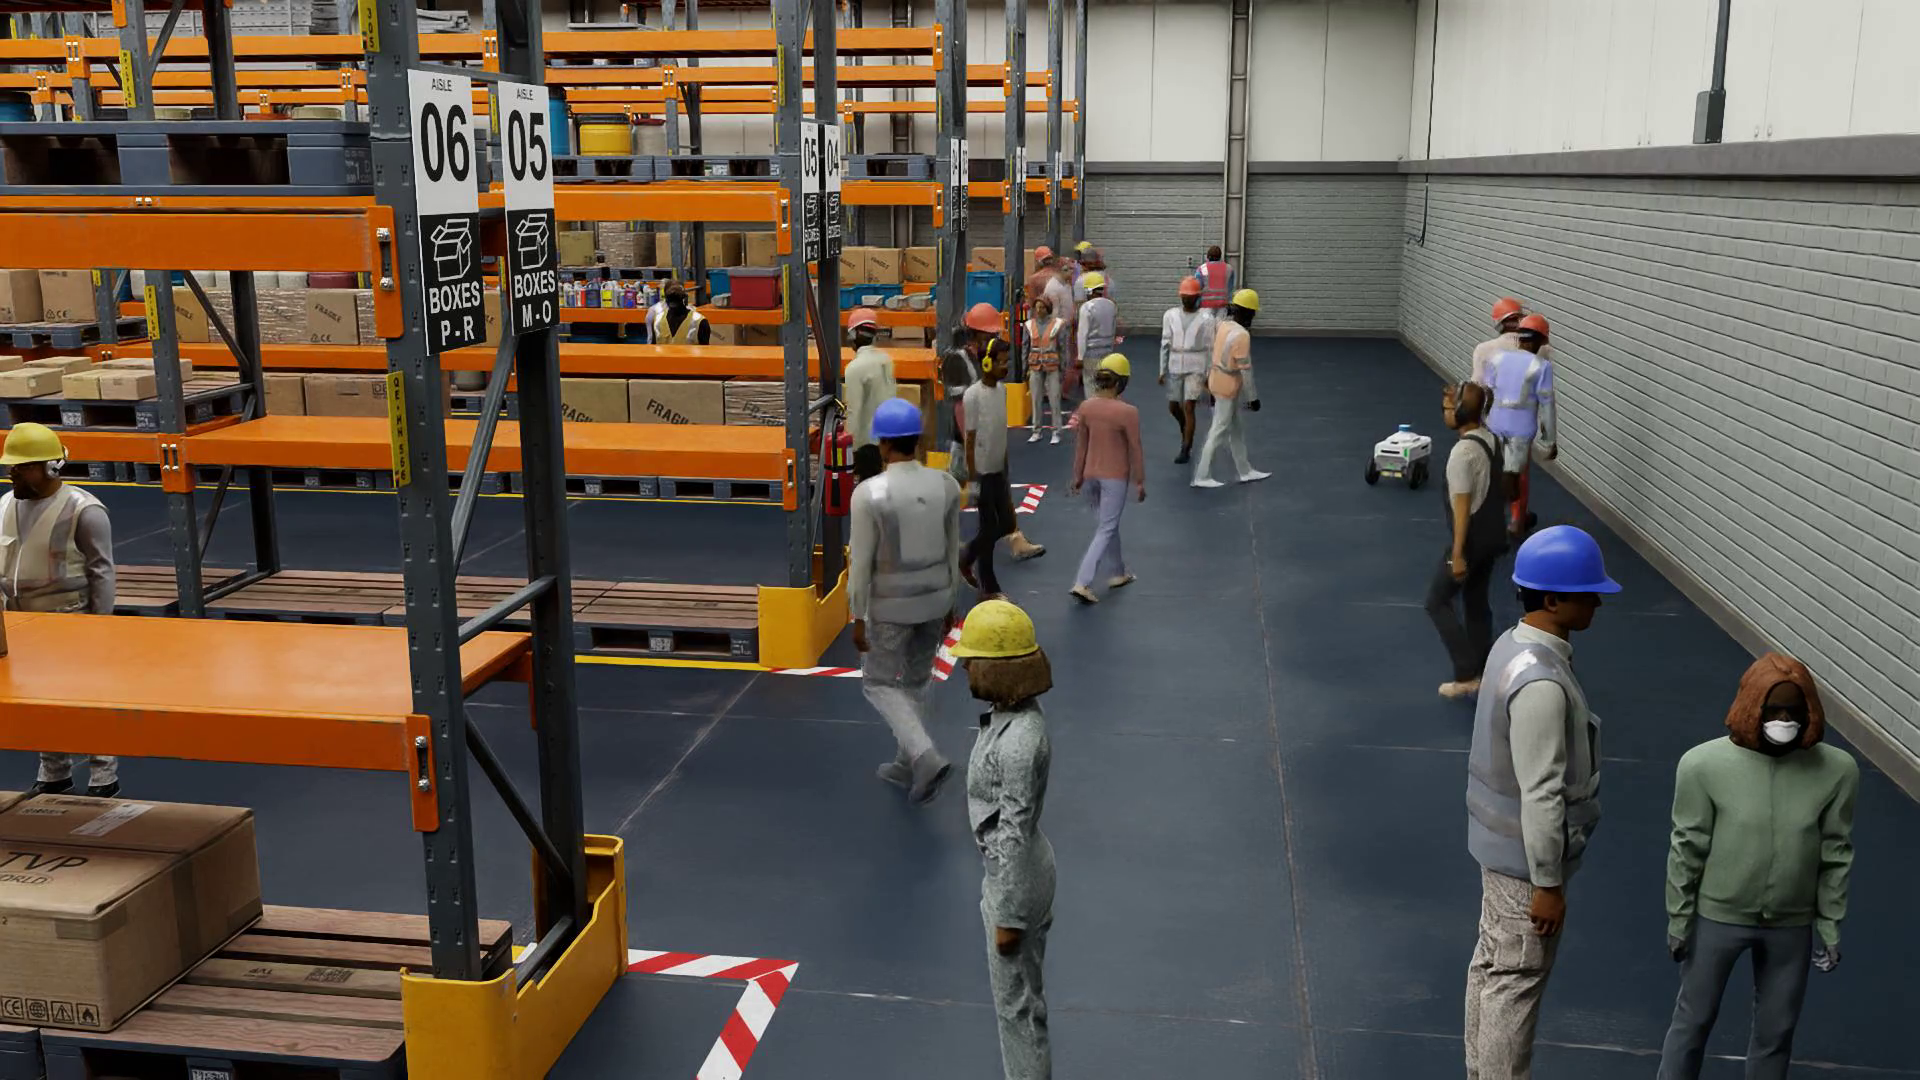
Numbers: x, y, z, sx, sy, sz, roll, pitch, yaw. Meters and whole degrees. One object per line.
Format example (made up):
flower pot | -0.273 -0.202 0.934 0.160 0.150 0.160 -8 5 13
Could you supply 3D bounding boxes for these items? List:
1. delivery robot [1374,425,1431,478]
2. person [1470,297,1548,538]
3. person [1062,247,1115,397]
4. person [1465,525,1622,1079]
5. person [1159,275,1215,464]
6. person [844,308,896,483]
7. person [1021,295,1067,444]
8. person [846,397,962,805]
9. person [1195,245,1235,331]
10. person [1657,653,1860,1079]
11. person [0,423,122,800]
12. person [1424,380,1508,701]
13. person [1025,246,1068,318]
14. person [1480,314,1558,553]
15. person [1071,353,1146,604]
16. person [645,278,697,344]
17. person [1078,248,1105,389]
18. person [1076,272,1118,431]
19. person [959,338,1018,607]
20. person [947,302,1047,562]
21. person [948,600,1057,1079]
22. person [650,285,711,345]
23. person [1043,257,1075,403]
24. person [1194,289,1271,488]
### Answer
delivery robot | 4.243 -0.858 15.914 0.477 0.478 0.707 9 15 34
person | 4.534 -1.022 13.737 0.670 1.953 1.010 2 13 9
person | 1.627 -2.789 21.463 0.700 2.000 1.003 -10 16 -39
person | 1.706 0.911 4.973 0.385 1.948 0.605 2 13 10
person | 2.356 -1.774 17.163 0.555 1.924 0.726 6 14 23
person | -0.671 -0.723 12.322 0.553 1.954 0.710 5 14 22
person | 0.925 -1.872 18.254 0.528 1.630 0.322 5 13 22
person | -0.217 0.305 7.744 0.615 1.929 0.648 -9 15 -35
person | 3.889 -3.593 25.548 0.621 1.845 0.429 -2 13 -8
person | 2.296 1.109 4.825 0.493 1.625 0.286 1 13 6
person | -4.200 0.363 7.705 0.600 1.832 0.404 3 13 15
person | 2.829 0.025 9.256 0.405 1.824 0.553 11 17 41
person | 1.169 -2.978 22.486 0.625 1.968 0.493 -6 14 -27
person | 4.432 -0.865 13.221 1.050 1.857 0.621 -9 16 -37
person | 1.014 -0.438 11.593 0.881 1.717 0.543 -12 17 -43
person | -3.040 -1.882 17.821 0.634 1.841 0.429 -10 16 -38
person | 1.811 -3.035 22.824 0.366 1.931 0.542 -3 13 -12
person | 1.538 -2.143 19.055 0.404 1.825 0.596 12 17 42
person | 0.166 -0.466 11.424 0.564 1.854 0.537 8 15 33
person | 0.162 -0.814 12.696 1.070 1.979 0.631 11 17 41
person | 0.125 1.022 4.956 0.320 1.736 0.486 0 12 0
person | -2.820 -1.634 16.705 0.627 1.844 0.429 2 13 9
person | 1.257 -2.684 21.365 0.505 1.875 0.694 5 13 22
person | 2.600 -1.400 15.581 0.838 1.876 0.621 -2 13 -7
